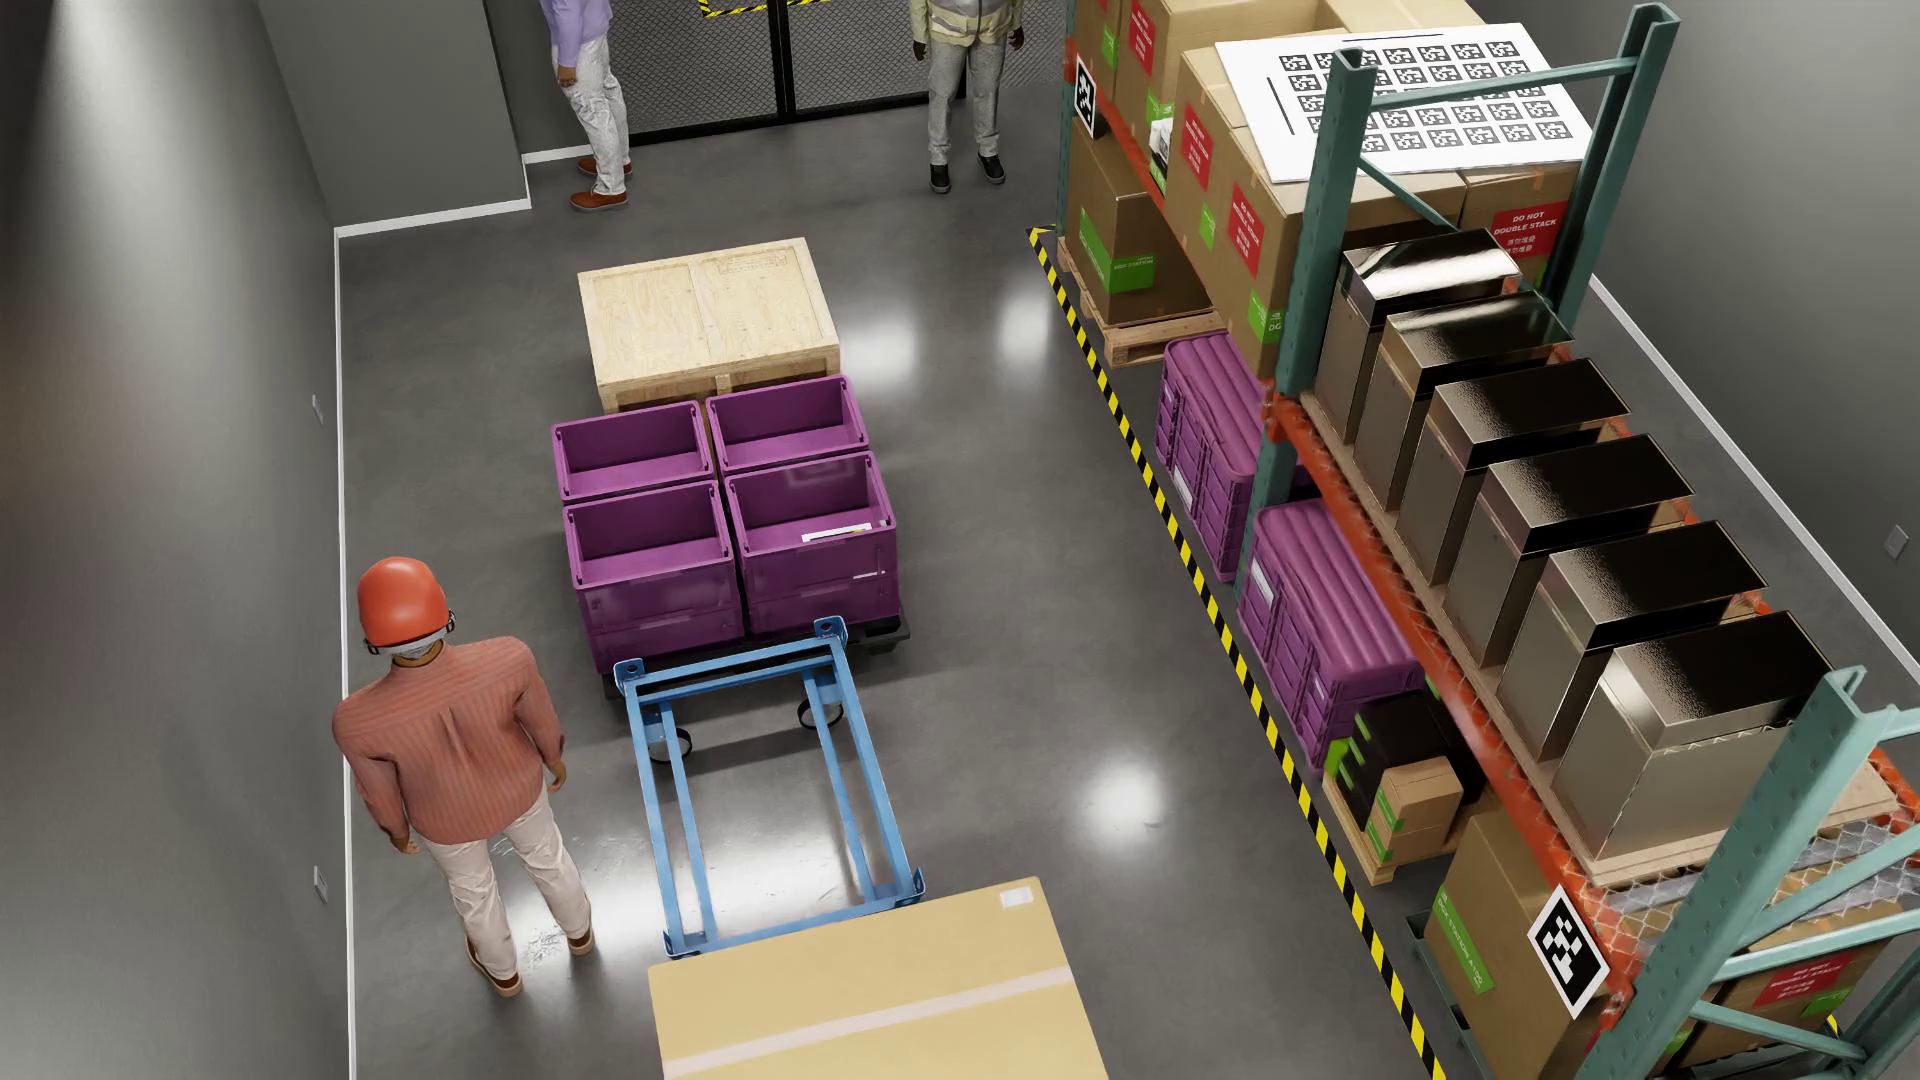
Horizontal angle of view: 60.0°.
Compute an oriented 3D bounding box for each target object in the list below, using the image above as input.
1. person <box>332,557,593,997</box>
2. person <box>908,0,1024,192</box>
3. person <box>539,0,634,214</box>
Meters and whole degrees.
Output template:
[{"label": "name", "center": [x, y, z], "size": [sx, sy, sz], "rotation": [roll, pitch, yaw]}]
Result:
[{"label": "person", "center": [-1.504, 0.767, 5.144], "size": [0.609, 1.995, 0.375], "rotation": [-25, 52, -21]}, {"label": "person", "center": [0.044, -2.591, 8.337], "size": [0.600, 1.830, 0.404], "rotation": [-11, 48, -10]}, {"label": "person", "center": [-1.892, -2.517, 8.198], "size": [0.358, 1.938, 0.636], "rotation": [0, 47, 0]}]
